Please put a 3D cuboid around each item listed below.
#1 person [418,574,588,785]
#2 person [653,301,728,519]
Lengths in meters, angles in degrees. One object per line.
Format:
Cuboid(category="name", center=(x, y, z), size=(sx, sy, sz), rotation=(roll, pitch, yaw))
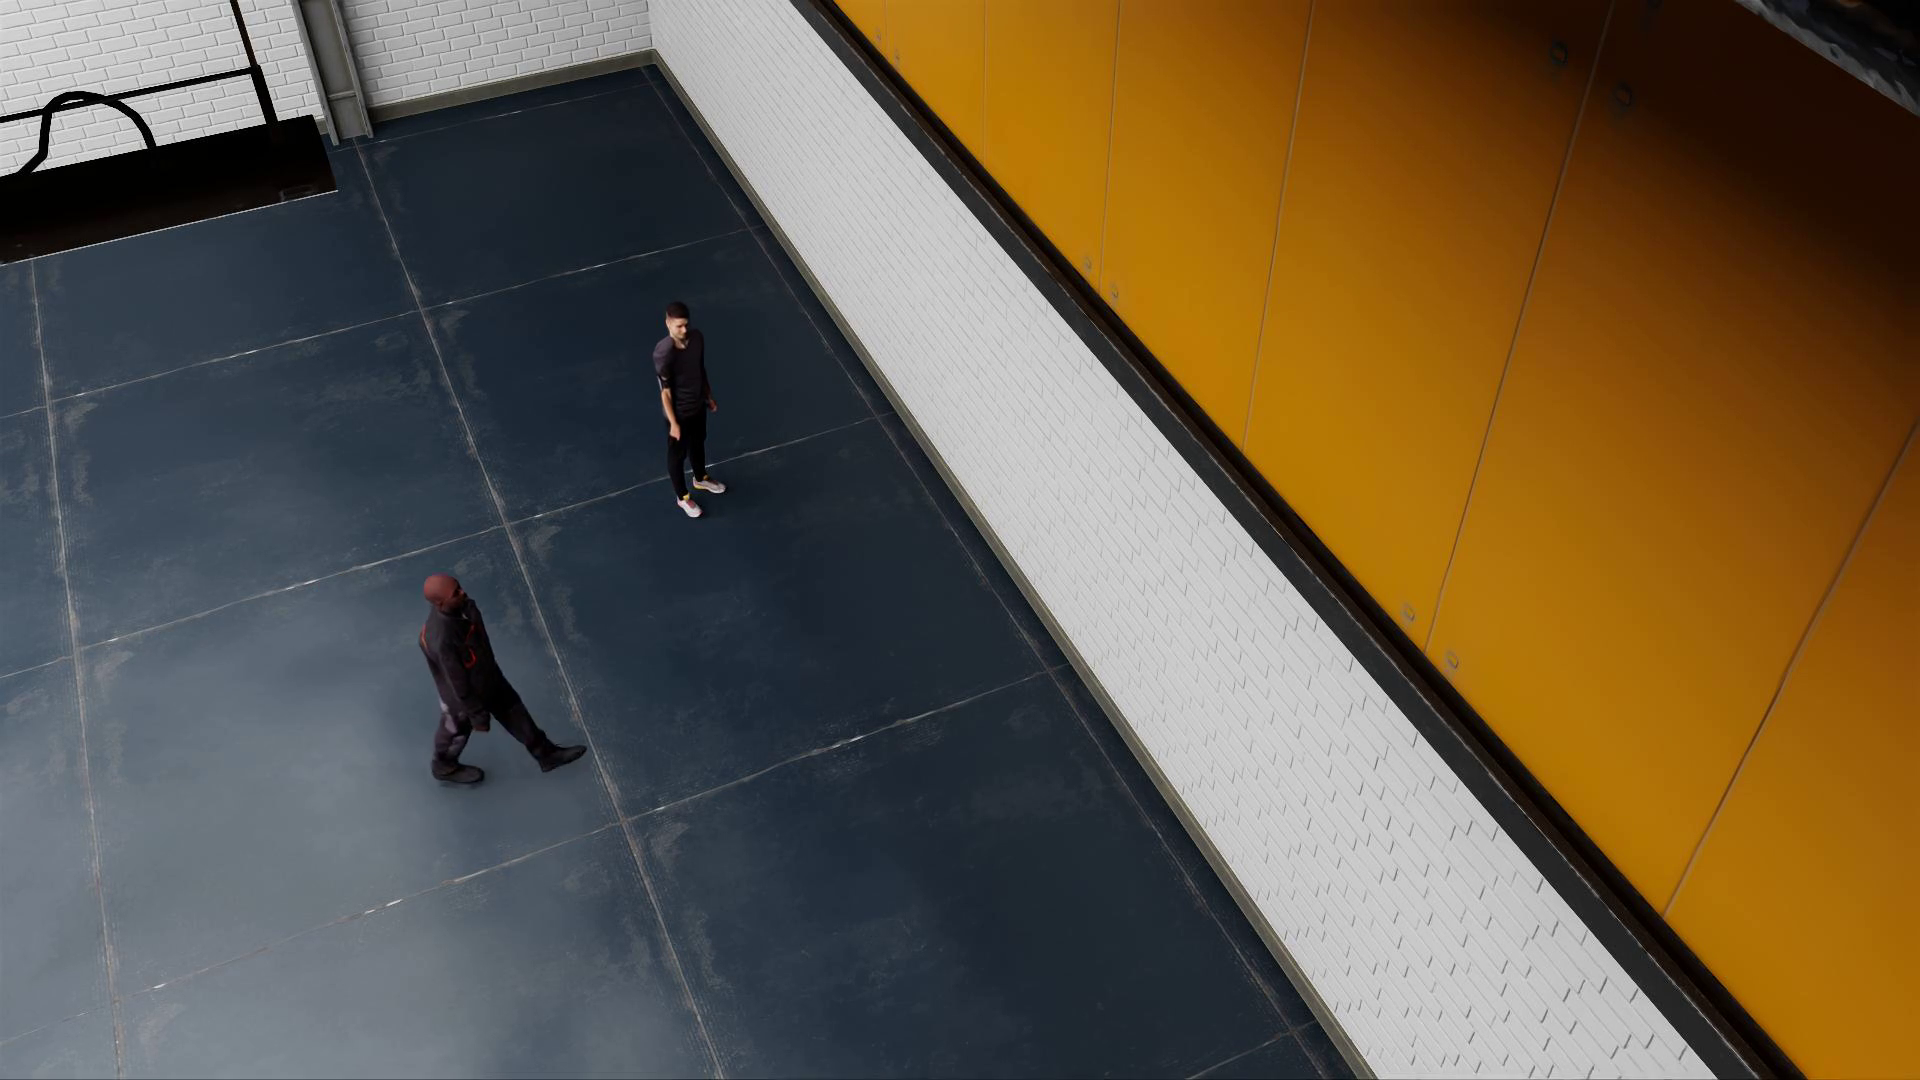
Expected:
Cuboid(category="person", center=(-3.064, 0.882, 10.037), size=(1.334, 1.785, 1.069), rotation=(0, 44, 0))
Cuboid(category="person", center=(-1.983, -0.975, 12.003), size=(0.787, 1.762, 0.679), rotation=(24, 49, 23))
